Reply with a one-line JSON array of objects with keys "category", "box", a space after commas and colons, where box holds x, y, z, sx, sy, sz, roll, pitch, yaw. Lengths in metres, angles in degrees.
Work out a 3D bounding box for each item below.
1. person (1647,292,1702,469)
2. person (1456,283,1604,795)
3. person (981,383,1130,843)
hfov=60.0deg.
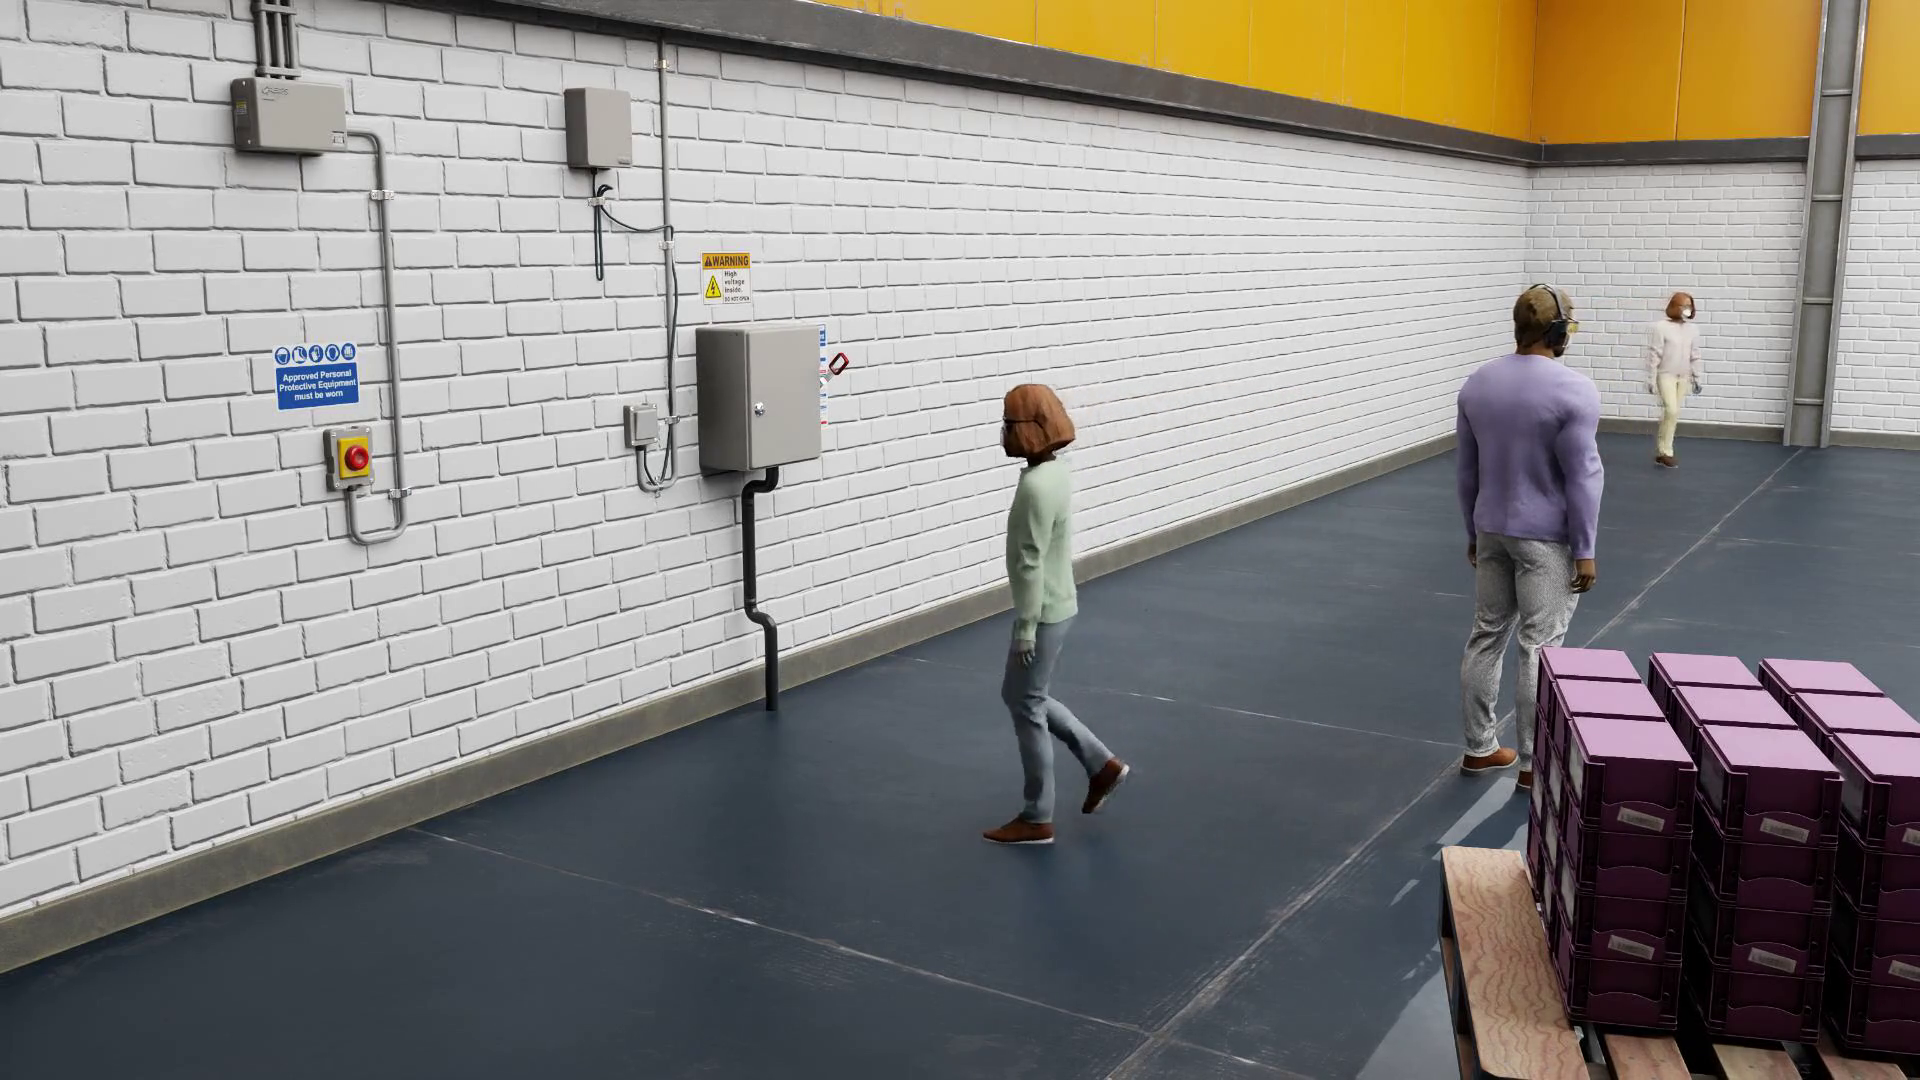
[{"category": "person", "box": [6.627, -1.460, 15.301, 0.523, 1.613, 0.557, -4, 11, -20]}, {"category": "person", "box": [2.166, 0.000, 6.355, 0.372, 1.940, 0.630, -6, 12, -32]}, {"category": "person", "box": [0.321, 0.266, 5.768, 0.429, 1.621, 0.506, 1, 10, 5]}]
